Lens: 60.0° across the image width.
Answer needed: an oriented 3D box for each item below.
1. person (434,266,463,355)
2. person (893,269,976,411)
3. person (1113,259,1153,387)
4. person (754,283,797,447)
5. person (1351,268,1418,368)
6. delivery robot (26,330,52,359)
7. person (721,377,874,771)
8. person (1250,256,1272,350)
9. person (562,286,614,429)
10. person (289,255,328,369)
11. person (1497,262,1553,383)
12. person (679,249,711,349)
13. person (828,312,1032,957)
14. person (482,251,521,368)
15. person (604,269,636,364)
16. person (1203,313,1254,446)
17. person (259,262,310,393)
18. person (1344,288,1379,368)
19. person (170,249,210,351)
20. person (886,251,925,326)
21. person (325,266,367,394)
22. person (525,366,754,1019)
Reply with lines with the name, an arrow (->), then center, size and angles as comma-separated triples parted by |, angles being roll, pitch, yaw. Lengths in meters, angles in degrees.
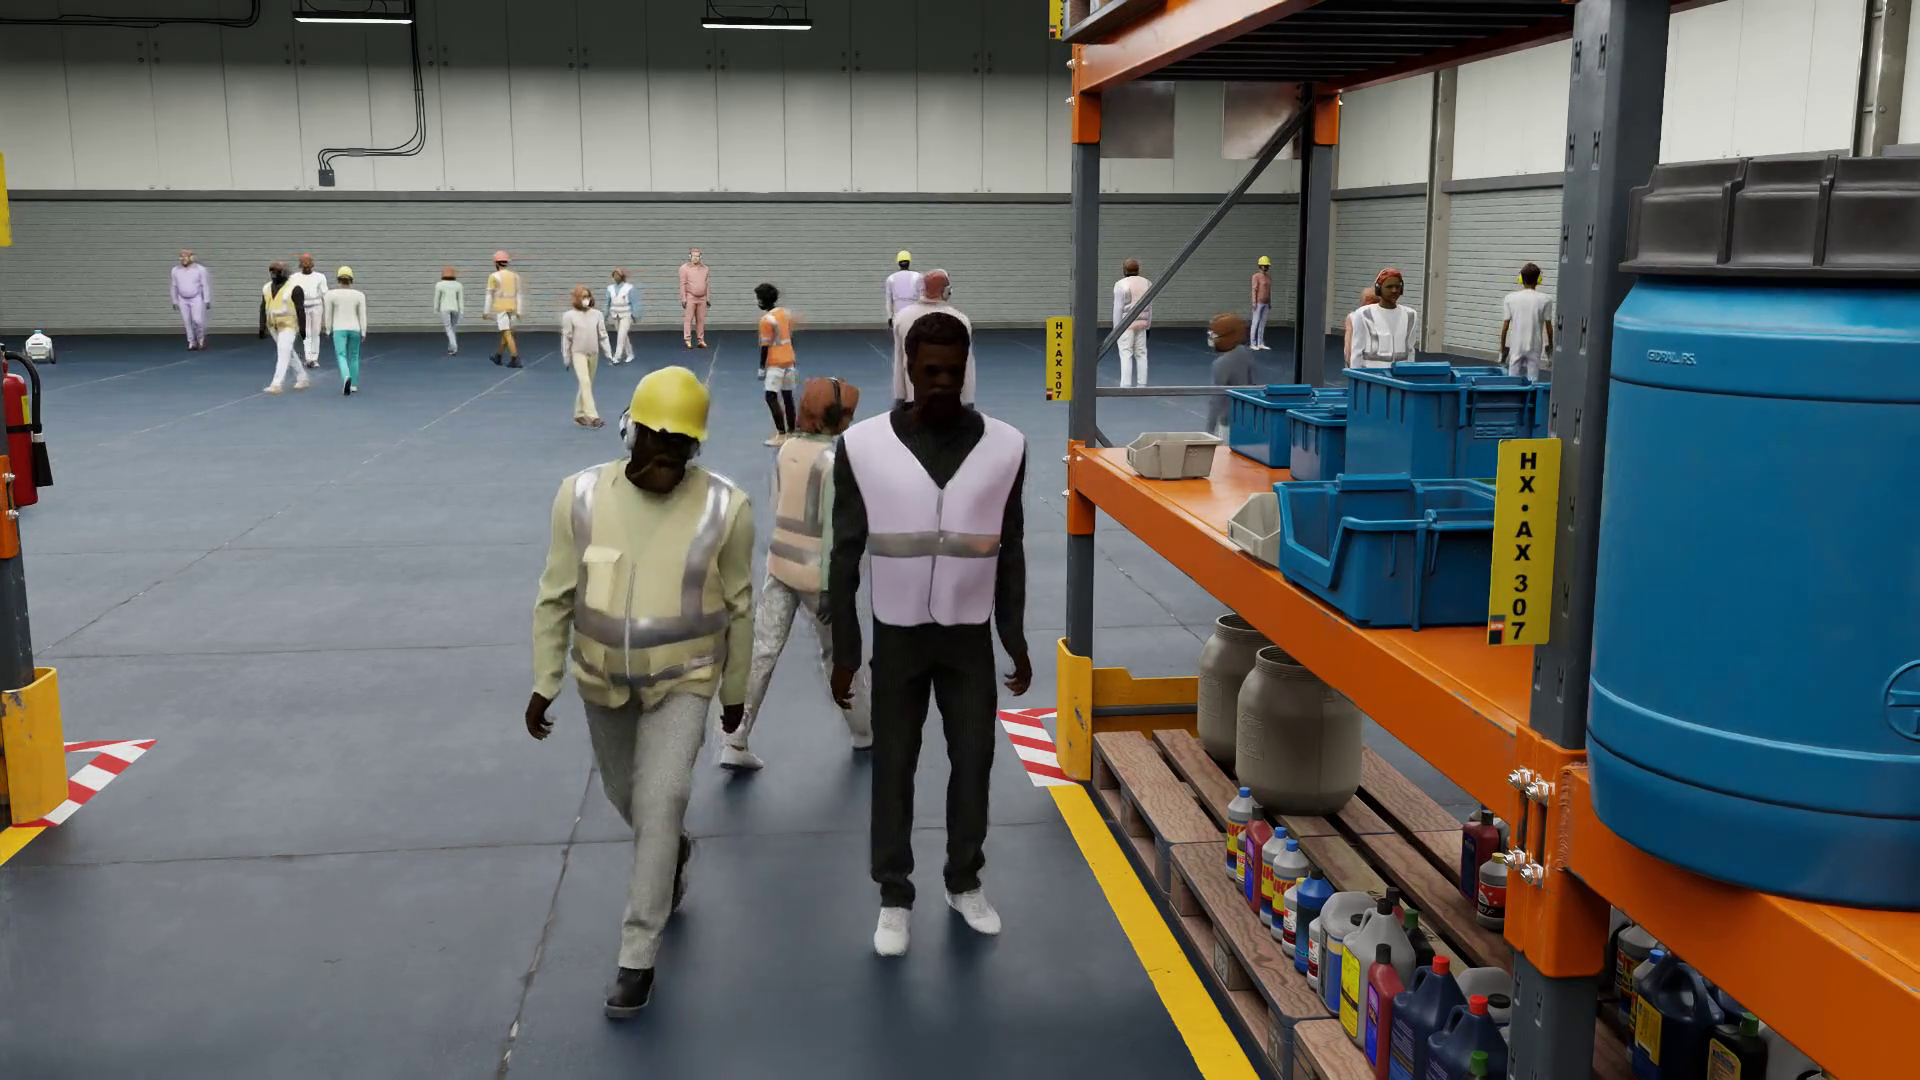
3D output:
person -> -9.220, -4.147, 30.089 | 0.498, 1.604, 0.789 | -8, 13, -39
person -> -0.178, -1.130, 12.776 | 0.665, 1.888, 0.433 | 5, 11, 24
person -> 2.298, -2.853, 22.366 | 0.626, 1.840, 0.430 | -6, 12, -29
person -> -1.856, -1.796, 17.048 | 0.319, 1.670, 0.660 | 4, 11, 20
person -> 3.427, -1.251, 13.466 | 0.574, 1.882, 0.358 | -3, 11, -15
delivery robot -> -15.530, -3.292, 28.037 | 0.477, 0.478, 0.707 | -5, 11, -24
person -> -0.618, 0.138, 6.659 | 0.885, 1.580, 0.598 | -8, 13, -37
person -> 5.725, -4.476, 31.463 | 0.533, 1.767, 0.326 | -9, 14, -41
person -> -4.170, -2.042, 18.610 | 0.501, 1.586, 0.859 | -10, 14, -43
person -> -10.574, -3.716, 27.098 | 0.599, 1.831, 0.978 | -5, 11, -25
person -> 6.004, -2.006, 17.649 | 0.570, 1.868, 0.375 | 6, 12, 29
person -> -5.049, -4.612, 31.835 | 0.643, 1.905, 0.400 | -8, 13, -38
person -> -0.105, 0.281, 5.005 | 0.664, 1.918, 0.449 | -2, 11, -13
person -> -7.529, -3.781, 27.312 | 0.988, 1.881, 0.566 | 8, 13, 38
person -> -5.737, -3.776, 28.107 | 0.536, 1.592, 0.875 | 4, 11, 20
person -> 1.949, -0.833, 11.936 | 0.379, 1.594, 0.574 | 5, 12, 27
person -> -9.393, -2.958, 23.089 | 0.633, 1.799, 0.978 | 4, 11, 19
person -> 4.373, -1.896, 17.800 | 0.533, 1.593, 0.869 | 2, 10, 9
person -> -14.465, -4.497, 31.222 | 0.678, 1.891, 0.433 | -1, 10, -3
person -> -0.823, -3.515, 25.775 | 0.649, 1.915, 0.424 | 3, 11, 14
person -> -8.338, -2.856, 22.640 | 0.525, 1.743, 0.715 | -6, 12, -28
person -> -0.891, 0.371, 4.855 | 0.601, 1.785, 0.904 | 1, 10, 7
